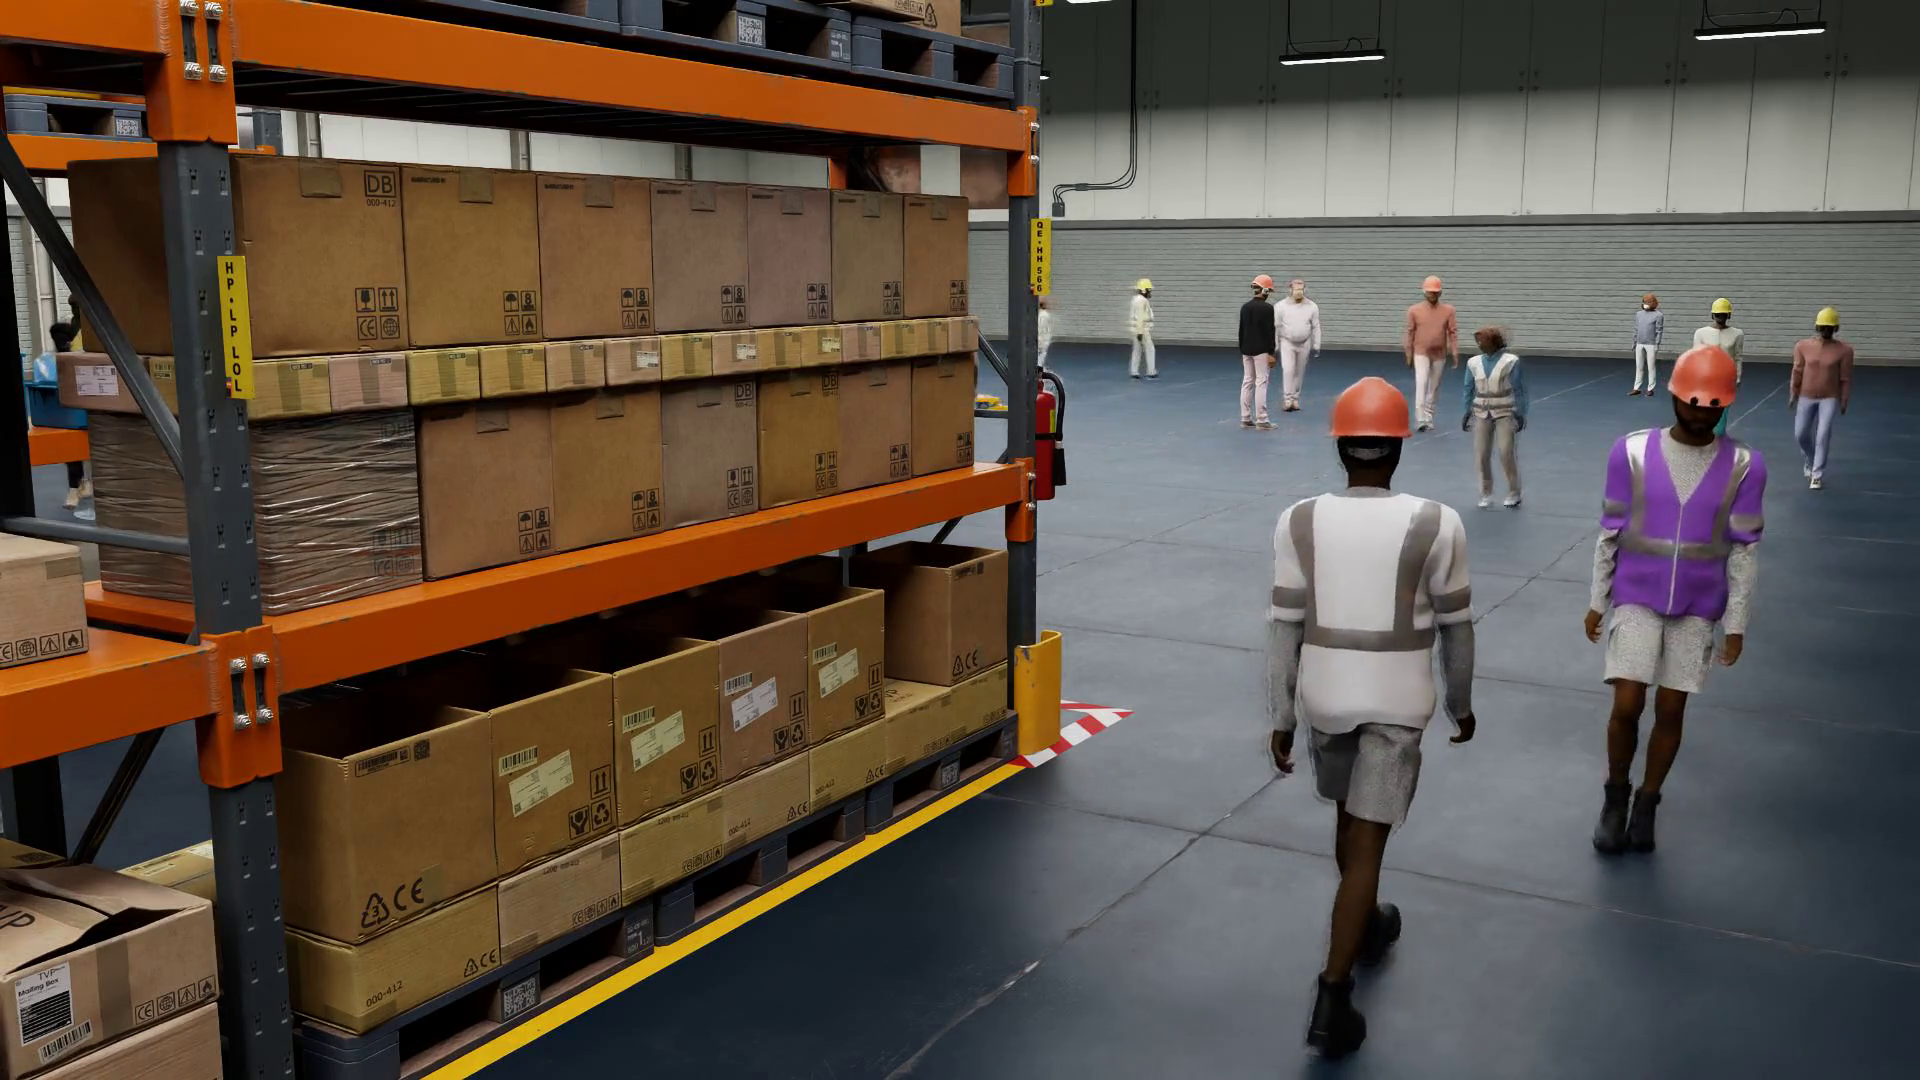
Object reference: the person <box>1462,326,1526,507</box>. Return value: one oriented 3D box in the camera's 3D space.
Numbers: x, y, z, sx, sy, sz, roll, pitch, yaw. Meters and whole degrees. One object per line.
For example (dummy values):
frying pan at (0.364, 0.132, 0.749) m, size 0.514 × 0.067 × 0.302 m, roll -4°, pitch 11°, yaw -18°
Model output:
person at (4.750, -1.088, 14.781) m, size 0.565 × 1.615 × 0.322 m, roll 9°, pitch 13°, yaw 42°

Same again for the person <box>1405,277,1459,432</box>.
person at (5.998, -2.339, 21.079) m, size 0.630 × 1.946 × 0.973 m, roll 1°, pitch 10°, yaw 6°

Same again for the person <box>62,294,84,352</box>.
person at (-9.737, -1.844, 18.534) m, size 0.623 × 1.839 × 0.429 m, roll 1°, pitch 10°, yaw 7°

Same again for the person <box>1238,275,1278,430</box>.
person at (3.851, -2.414, 21.429) m, size 0.402 × 1.988 × 0.612 m, roll -6°, pitch 11°, yaw -30°

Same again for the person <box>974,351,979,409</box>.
person at (-0.055, -1.655, 17.878) m, size 0.535 × 1.684 × 0.403 m, roll 3°, pitch 10°, yaw 18°

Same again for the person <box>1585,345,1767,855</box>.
person at (2.606, 0.243, 6.090) m, size 0.574 × 1.907 × 0.554 m, roll 3°, pitch 10°, yaw 19°

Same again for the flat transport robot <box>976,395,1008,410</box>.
flat transport robot at (-0.083, -1.935, 23.638) m, size 1.431 × 0.197 × 0.652 m, roll -4°, pitch 10°, yaw -23°

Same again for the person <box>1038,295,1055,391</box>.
person at (1.264, -3.021, 26.035) m, size 0.396 × 1.624 × 0.525 m, roll -2°, pitch 10°, yaw -9°

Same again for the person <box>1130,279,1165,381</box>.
person at (3.394, -3.750, 29.755) m, size 0.732 × 1.809 × 0.621 m, roll 1°, pitch 10°, yaw 4°

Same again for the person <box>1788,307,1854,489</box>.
person at (8.295, -1.375, 16.034) m, size 0.540 × 1.743 × 0.586 m, roll 7°, pitch 12°, yaw 35°

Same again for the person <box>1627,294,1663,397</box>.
person at (10.928, -3.100, 26.481) m, size 0.289 × 1.632 × 0.498 m, roll -6°, pitch 12°, yaw -33°

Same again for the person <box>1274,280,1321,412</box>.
person at (4.841, -2.764, 23.808) m, size 0.668 × 1.865 × 0.918 m, roll 0°, pitch 10°, yaw -1°

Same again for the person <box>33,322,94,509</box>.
person at (-7.971, -1.136, 14.930) m, size 0.553 × 1.658 × 0.796 m, roll -2°, pitch 10°, yaw -11°

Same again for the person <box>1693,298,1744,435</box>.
person at (8.381, -1.791, 18.429) m, size 0.533 × 1.767 × 0.327 m, roll 2°, pitch 10°, yaw 13°

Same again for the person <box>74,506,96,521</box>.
person at (-7.005, -1.039, 13.676) m, size 0.901 × 1.878 × 0.591 m, roll -1°, pitch 10°, yaw -5°

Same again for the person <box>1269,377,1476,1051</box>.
person at (1.185, 0.473, 4.879) m, size 0.554 × 1.887 × 1.031 m, roll 6°, pitch 11°, yaw 30°

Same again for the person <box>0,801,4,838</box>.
person at (-3.729, 0.268, 6.036) m, size 0.576 × 1.882 × 0.355 m, roll 5°, pitch 11°, yaw 29°
